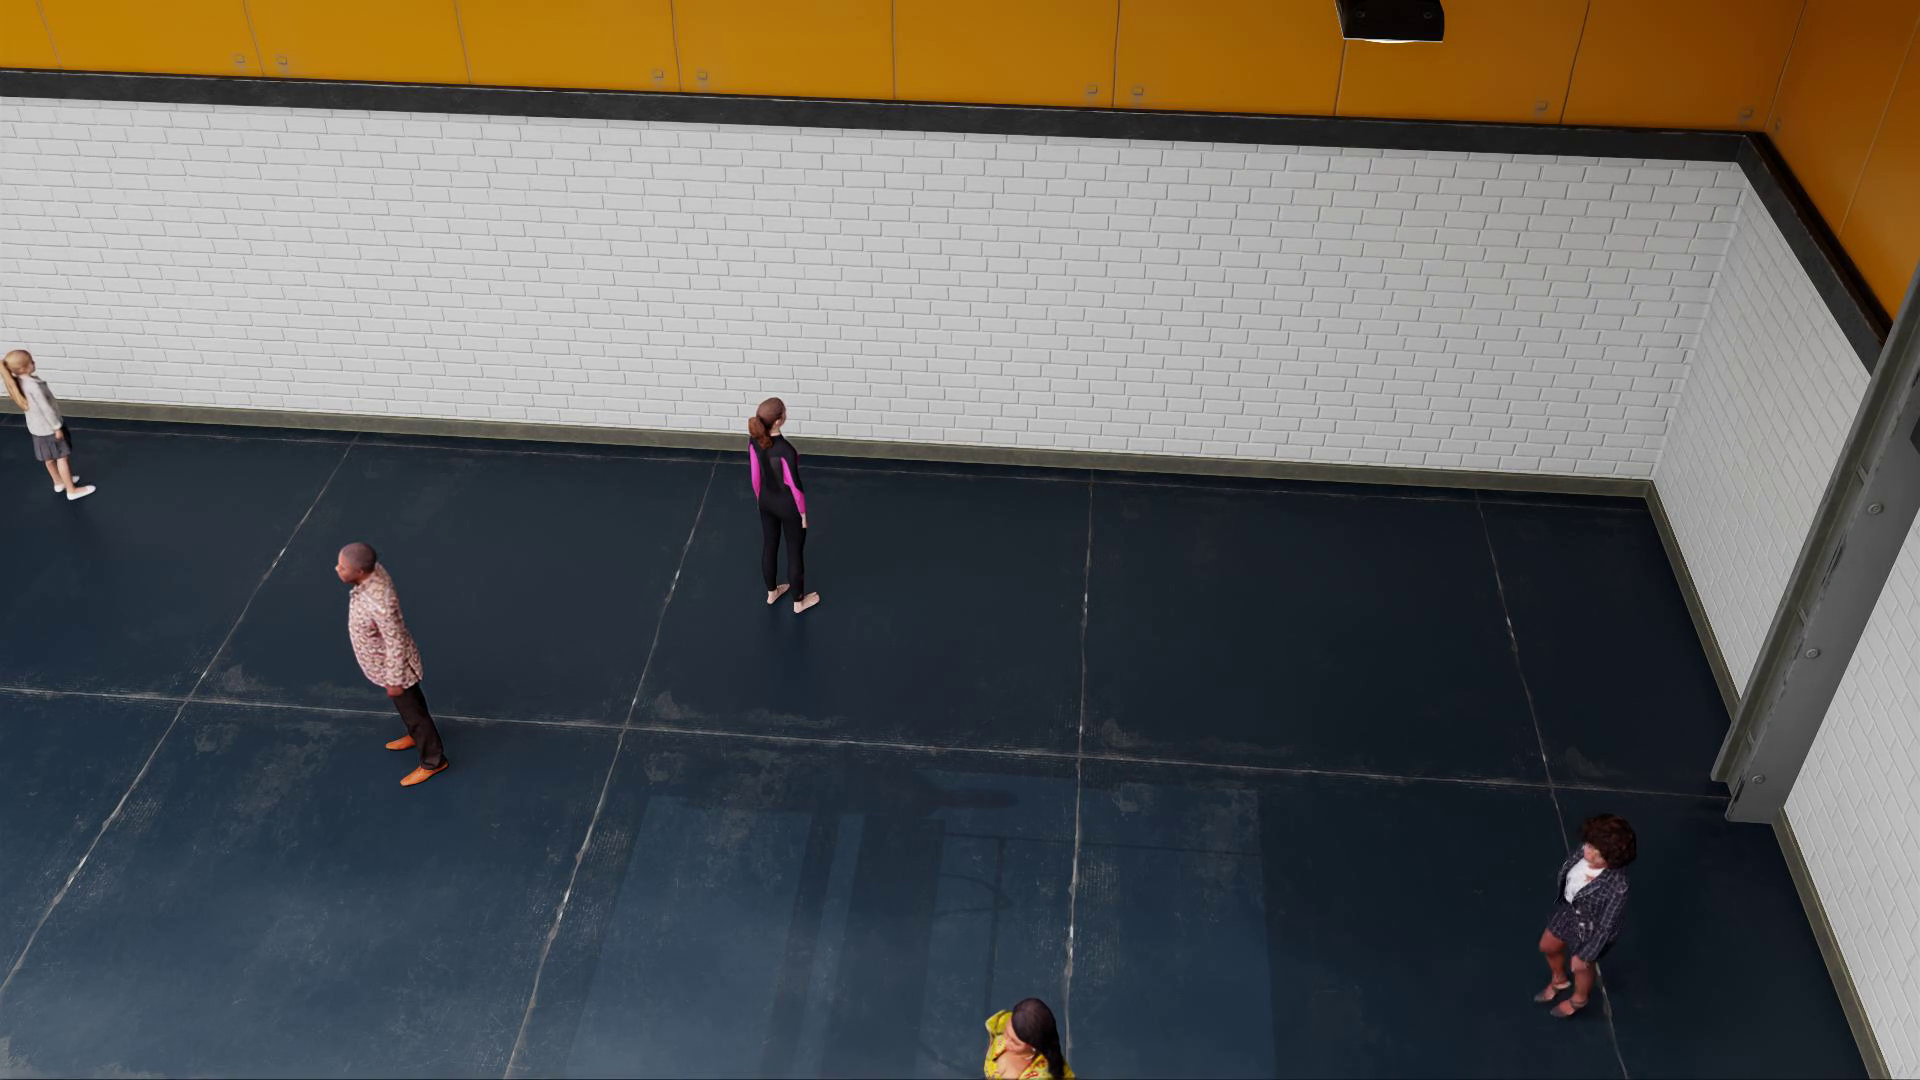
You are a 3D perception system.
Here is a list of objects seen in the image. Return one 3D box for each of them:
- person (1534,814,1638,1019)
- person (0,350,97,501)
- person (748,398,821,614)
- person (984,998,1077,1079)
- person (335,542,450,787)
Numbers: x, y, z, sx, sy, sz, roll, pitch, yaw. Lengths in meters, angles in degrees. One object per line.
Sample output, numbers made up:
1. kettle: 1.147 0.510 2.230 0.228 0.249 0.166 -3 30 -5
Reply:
1. person: 3.317 1.988 8.717 0.777 1.661 0.673 2 39 2
2. person: -6.954 -0.889 12.630 0.603 1.275 0.646 25 45 28
3. person: -1.235 -0.242 11.437 0.650 1.752 0.687 21 43 24
4. person: 0.308 2.691 7.838 1.059 1.660 0.999 -27 46 -30
5. person: -3.468 0.725 10.181 0.841 1.808 0.722 -17 42 -20
